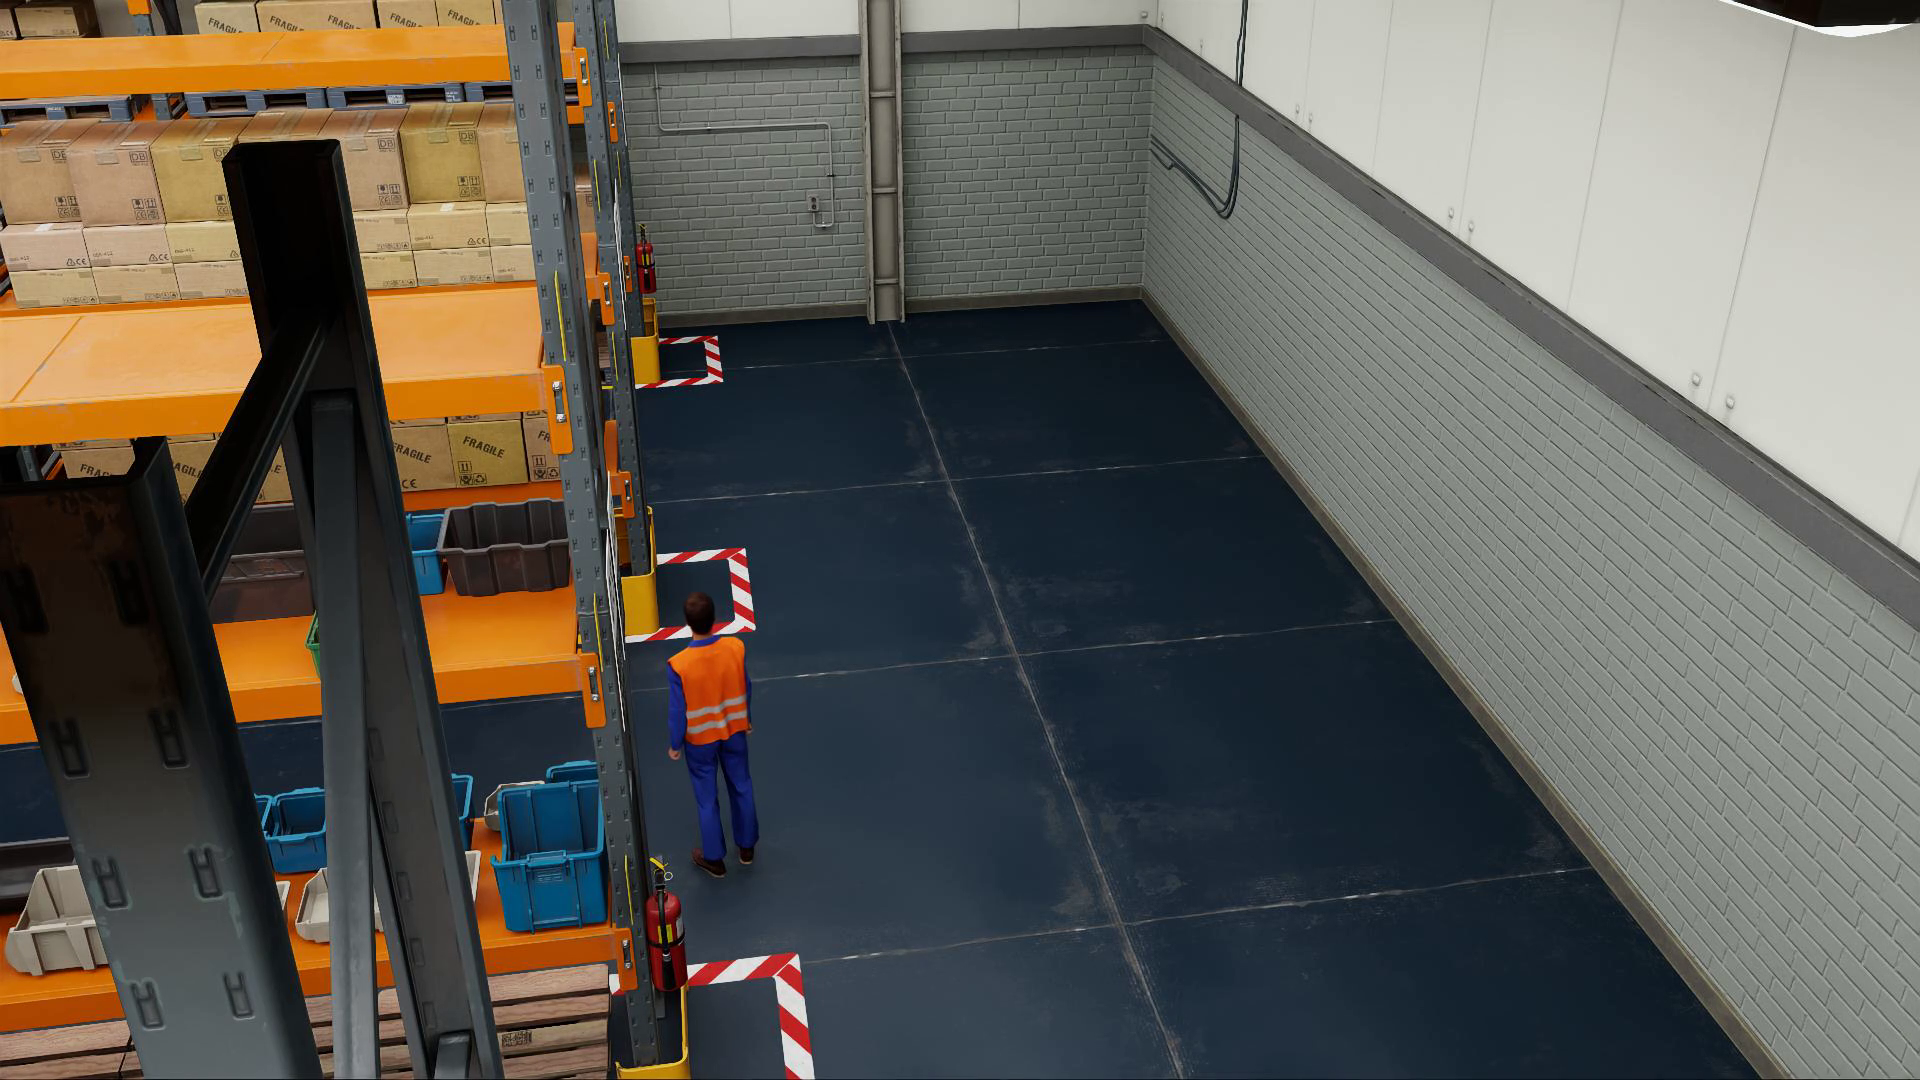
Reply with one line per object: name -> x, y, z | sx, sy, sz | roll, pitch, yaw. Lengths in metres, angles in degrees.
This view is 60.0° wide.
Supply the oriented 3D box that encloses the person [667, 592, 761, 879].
person -> -1.450, 1.141, 9.771 | 0.695, 1.861, 0.840 | -17, 33, -29
